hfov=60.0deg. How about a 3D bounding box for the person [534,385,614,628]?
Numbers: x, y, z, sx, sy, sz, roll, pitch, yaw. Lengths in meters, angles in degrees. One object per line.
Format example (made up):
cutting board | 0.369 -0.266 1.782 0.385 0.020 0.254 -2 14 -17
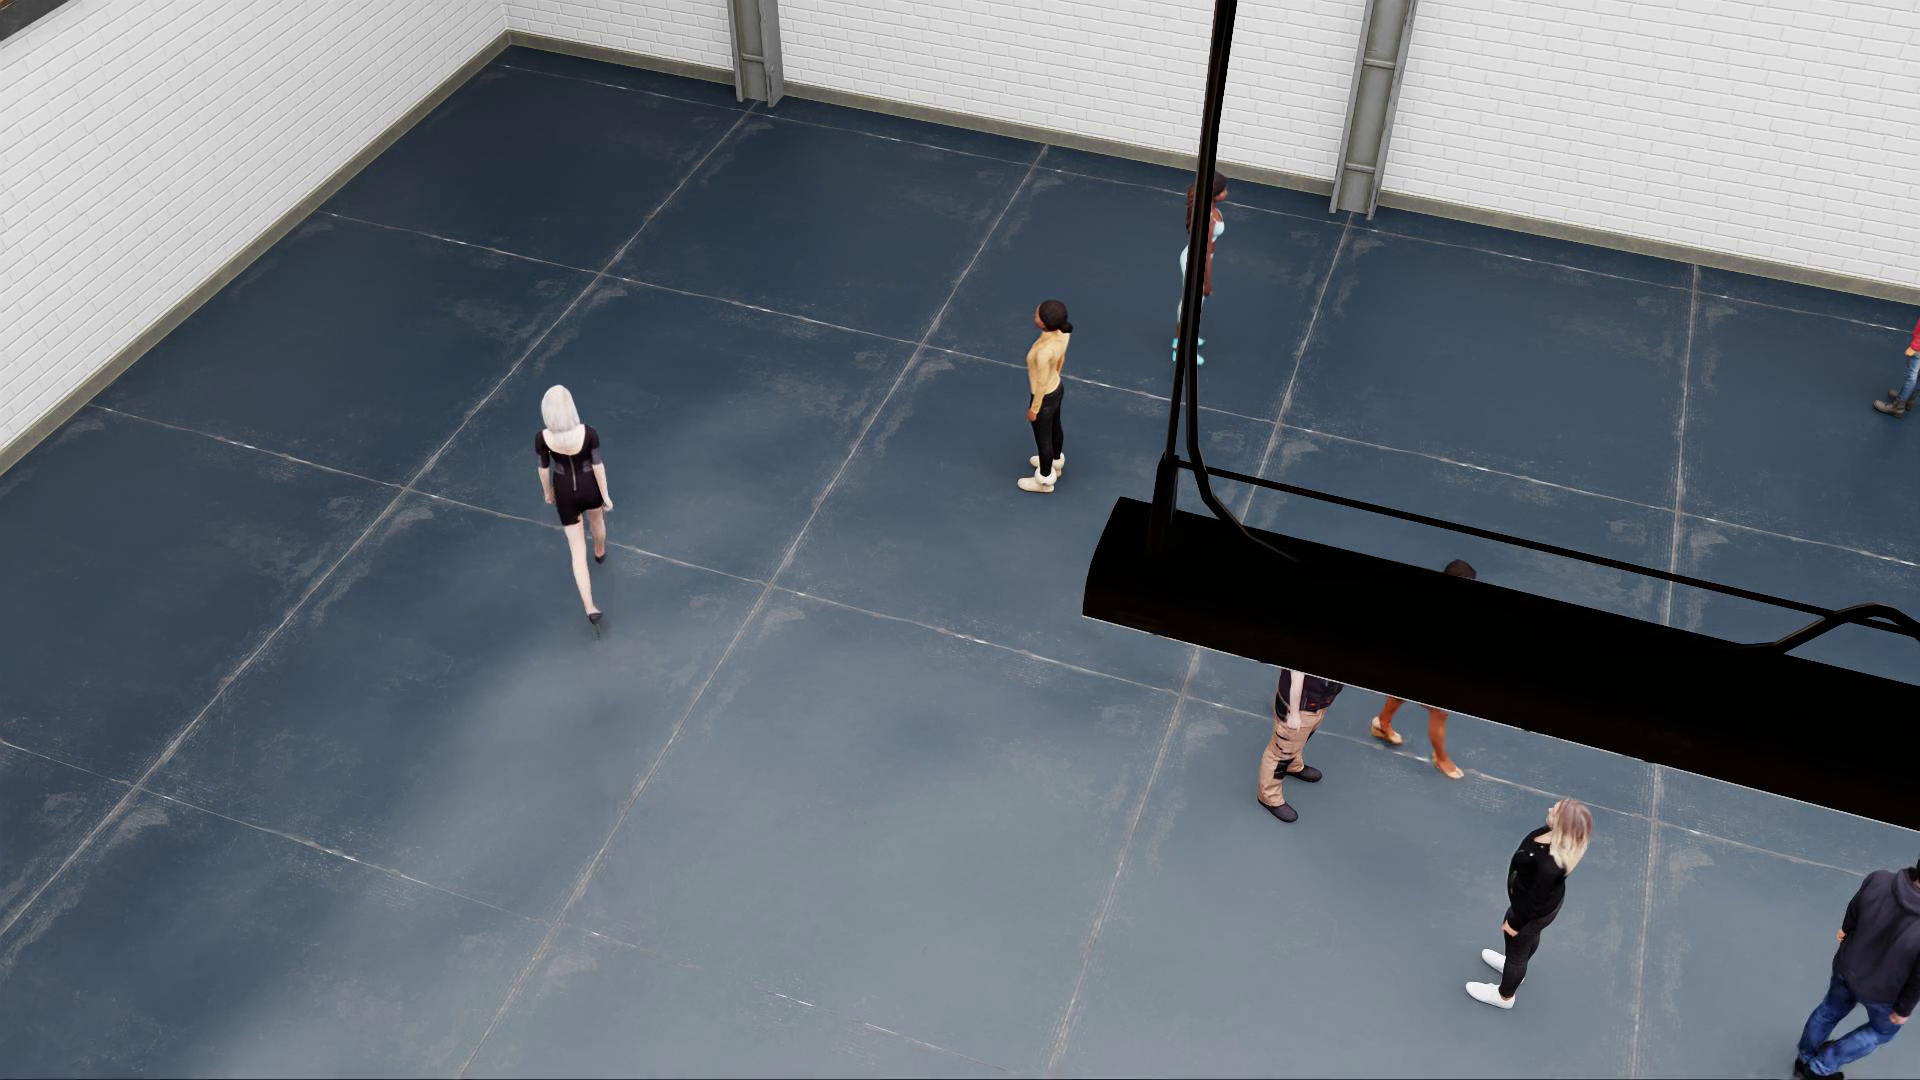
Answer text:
person | -2.534 -0.217 11.034 1.161 1.788 1.060 -8 44 -8

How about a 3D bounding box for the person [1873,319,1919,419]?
person | 7.423 -1.521 12.744 0.597 1.318 0.634 -27 50 -26

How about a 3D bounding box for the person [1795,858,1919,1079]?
person | 4.557 2.218 8.412 0.861 1.879 0.812 -15 46 -15

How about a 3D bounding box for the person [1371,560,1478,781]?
person | 2.781 0.714 10.146 0.925 1.665 0.696 22 48 22

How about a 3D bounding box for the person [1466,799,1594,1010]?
person | 3.068 1.933 8.851 0.617 1.687 0.657 26 49 25

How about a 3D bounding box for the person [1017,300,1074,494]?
person | 0.634 -1.051 12.003 0.579 1.660 0.595 18 46 18

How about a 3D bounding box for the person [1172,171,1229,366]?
person | 1.867 -2.154 13.114 0.652 1.723 0.644 -3 44 -3

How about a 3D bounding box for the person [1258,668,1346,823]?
person | 2.038 0.885 9.838 0.668 1.842 0.731 24 49 23
